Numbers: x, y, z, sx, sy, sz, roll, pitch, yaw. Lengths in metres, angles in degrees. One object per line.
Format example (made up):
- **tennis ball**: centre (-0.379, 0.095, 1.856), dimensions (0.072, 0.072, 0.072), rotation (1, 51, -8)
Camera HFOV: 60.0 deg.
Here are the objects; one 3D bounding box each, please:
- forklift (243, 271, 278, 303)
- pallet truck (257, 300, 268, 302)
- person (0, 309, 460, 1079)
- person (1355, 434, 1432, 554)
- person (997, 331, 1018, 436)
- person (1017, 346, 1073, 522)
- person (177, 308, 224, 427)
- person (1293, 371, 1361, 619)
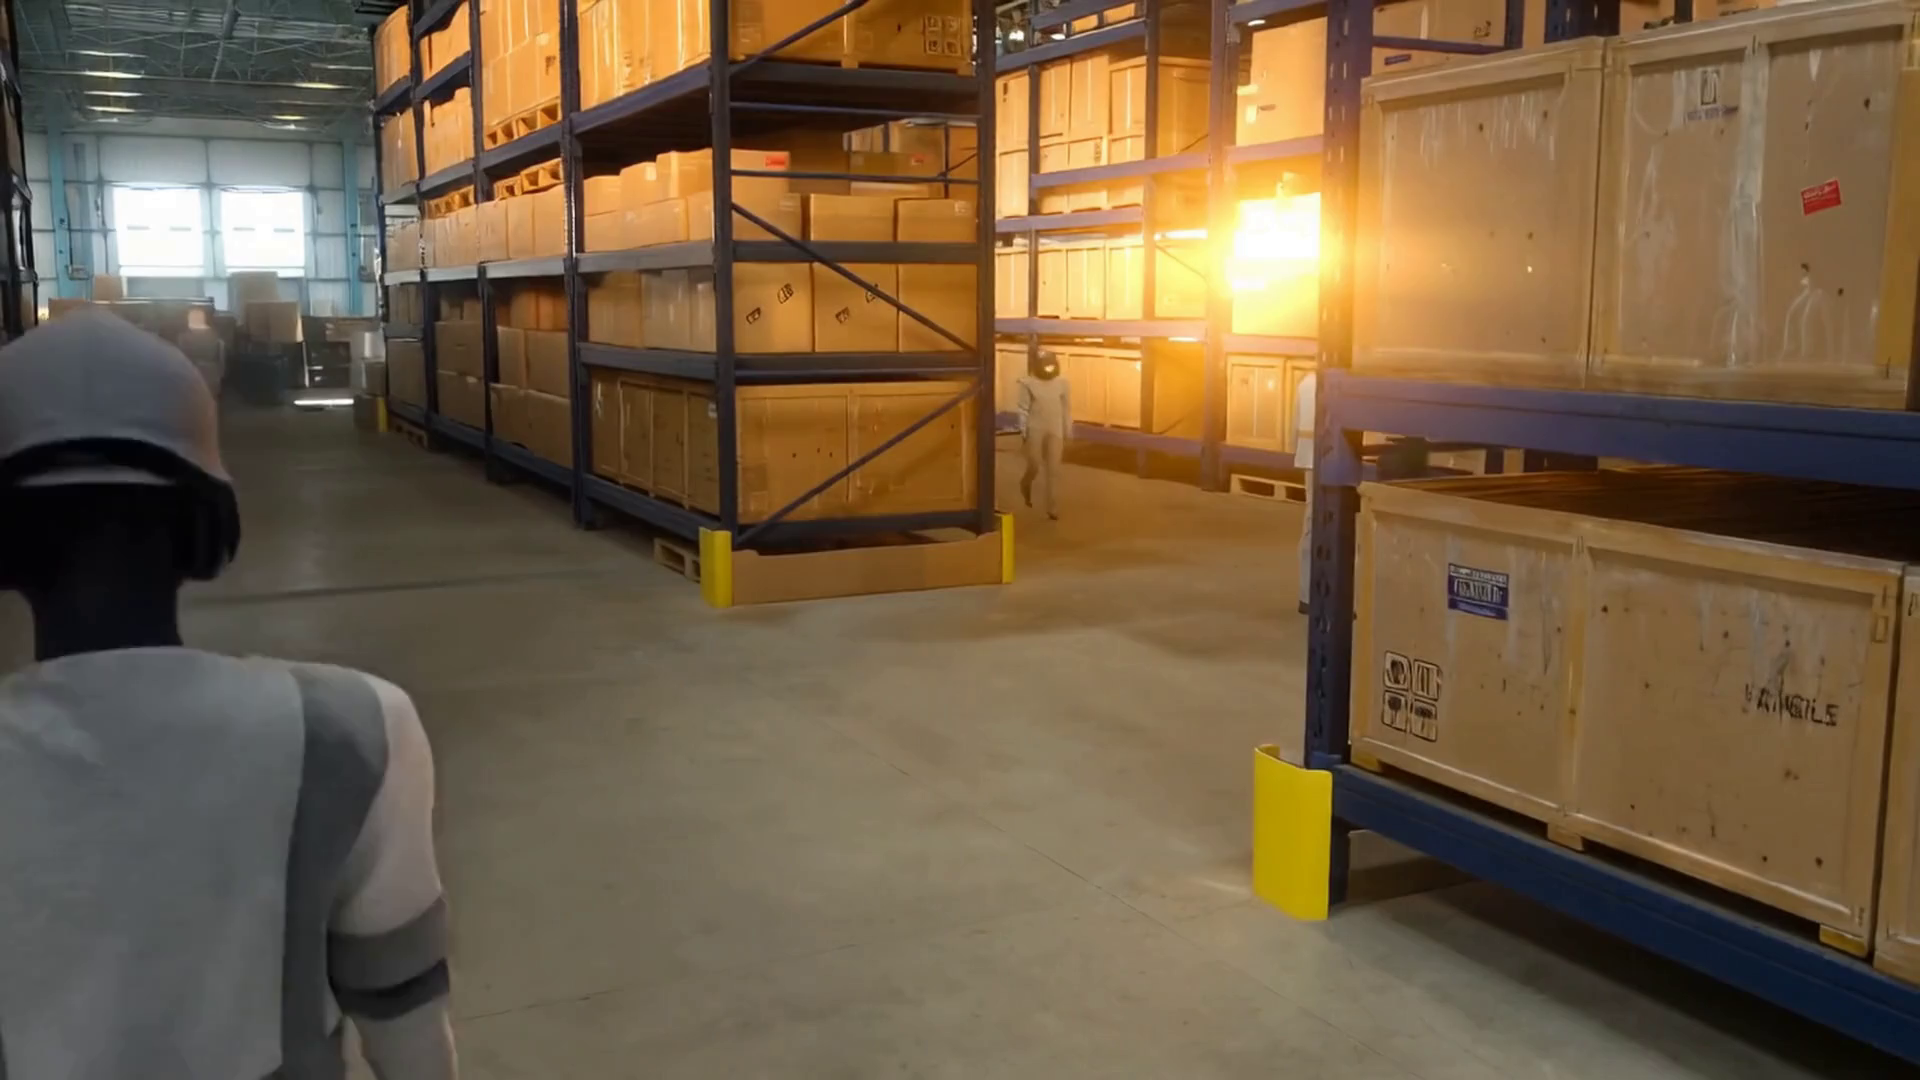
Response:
- **forklift**: centre (-20.609, -6.543, 49.206), dimensions (1.873, 2.768, 1.129), rotation (6, 10, 36)
- **pallet truck**: centre (-23.913, -7.404, 58.171), dimensions (1.885, 1.965, 0.823), rotation (-1, 8, -9)
- **person**: centre (-0.790, 0.784, 1.677), dimensions (0.614, 2.018, 0.804), rotation (-5, 10, -33)
- **person**: centre (3.583, -0.796, 13.075), dimensions (0.945, 1.875, 0.602), rotation (-1, 8, -6)
- **person**: centre (0.705, -2.342, 24.504), dimensions (0.315, 1.636, 0.515), rotation (-4, 9, -24)
- **person**: centre (0.755, -0.991, 15.296), dimensions (0.525, 1.601, 0.626), rotation (-2, 8, -12)
- **person**: centre (-10.446, -2.234, 22.886), dimensions (0.415, 1.893, 0.657), rotation (7, 11, 41)
- **person**: centre (2.330, -0.421, 10.540), dimensions (0.390, 1.846, 0.564), rotation (-4, 9, -24)
